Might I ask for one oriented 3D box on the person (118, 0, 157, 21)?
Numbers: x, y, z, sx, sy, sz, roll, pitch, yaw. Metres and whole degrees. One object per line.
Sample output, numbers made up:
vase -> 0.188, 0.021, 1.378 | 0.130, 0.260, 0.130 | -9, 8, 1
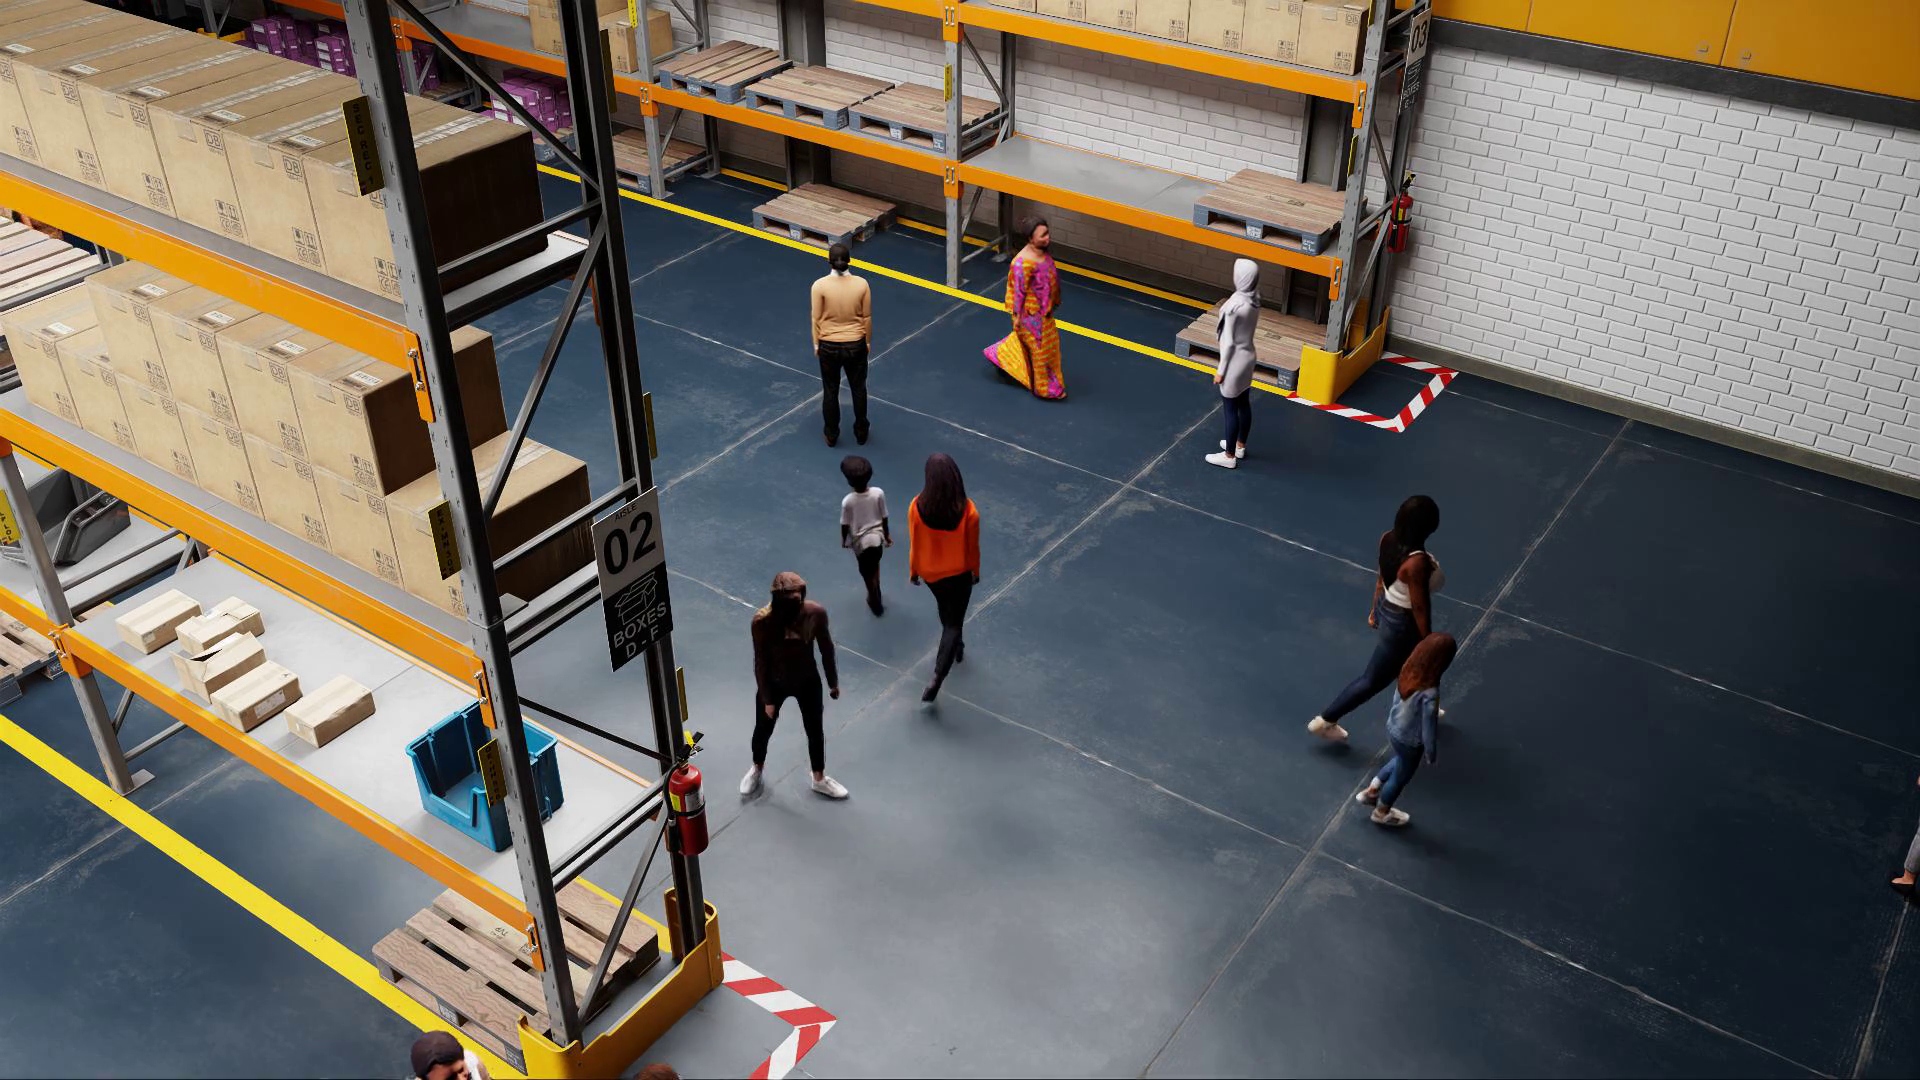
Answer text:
person -> -10.830, -7.140, 21.793 | 0.777, 1.852, 0.834 | -7, 34, -11

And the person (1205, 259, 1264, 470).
person -> 2.216, -1.398, 13.225 | 0.557, 1.775, 0.626 | 26, 41, 33

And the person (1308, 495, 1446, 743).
person -> 2.629, 0.548, 10.300 | 1.246, 1.771, 1.106 | -2, 34, -3

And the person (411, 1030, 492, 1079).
person -> -2.201, 2.687, 7.178 | 1.010, 1.663, 0.771 | 13, 36, 19

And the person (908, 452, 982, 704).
person -> -0.104, 0.290, 10.749 | 1.113, 1.704, 0.911 | 11, 35, 16

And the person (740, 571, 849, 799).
person -> -0.970, 0.853, 9.912 | 0.898, 1.693, 0.925 | -19, 38, -26

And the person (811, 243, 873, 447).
person -> -0.960, -1.582, 13.521 | 0.747, 1.753, 0.797 | -8, 34, -11

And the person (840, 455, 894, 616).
person -> -0.629, -0.003, 11.606 | 0.650, 1.243, 0.721 | -13, 36, -19

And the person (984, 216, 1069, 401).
person -> 0.586, -2.025, 14.266 | 1.126, 1.666, 0.799 | 12, 36, 18

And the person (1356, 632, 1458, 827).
person -> 2.547, 1.129, 9.701 | 0.773, 1.466, 0.723 | -5, 34, -7
